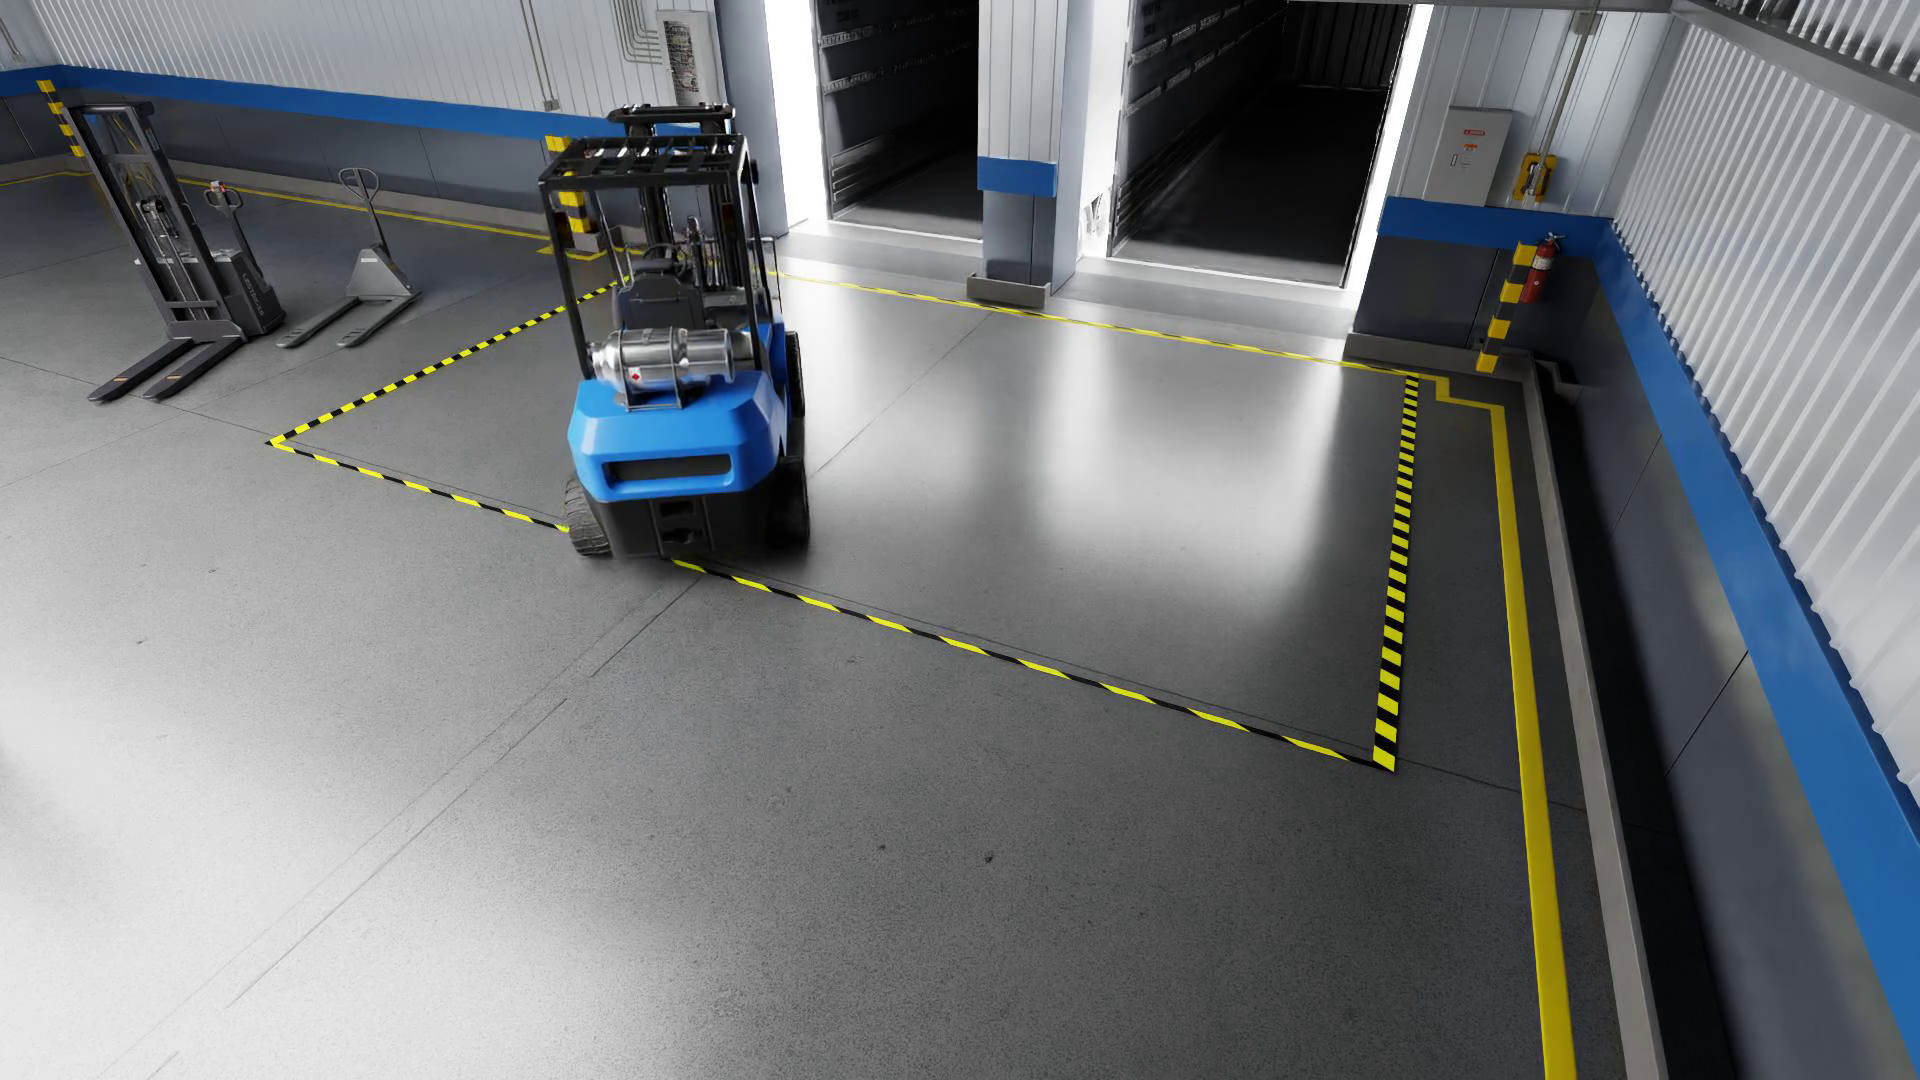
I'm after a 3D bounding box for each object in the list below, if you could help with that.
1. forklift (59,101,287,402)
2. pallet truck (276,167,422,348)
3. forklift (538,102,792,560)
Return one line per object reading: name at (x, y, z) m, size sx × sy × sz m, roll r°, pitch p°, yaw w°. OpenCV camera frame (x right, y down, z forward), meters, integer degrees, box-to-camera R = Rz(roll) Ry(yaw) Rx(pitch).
forklift at (-6.686, -2.387, 7.434) m, size 0.823 × 1.965 × 1.885 m, roll -3°, pitch 35°, yaw -5°
pallet truck at (-5.732, -2.611, 8.414) m, size 0.680 × 1.201 × 1.601 m, roll -1°, pitch 35°, yaw -1°
forklift at (-1.745, -1.436, 5.763) m, size 1.157 × 2.036 × 2.680 m, roll -5°, pitch 35°, yaw -7°
